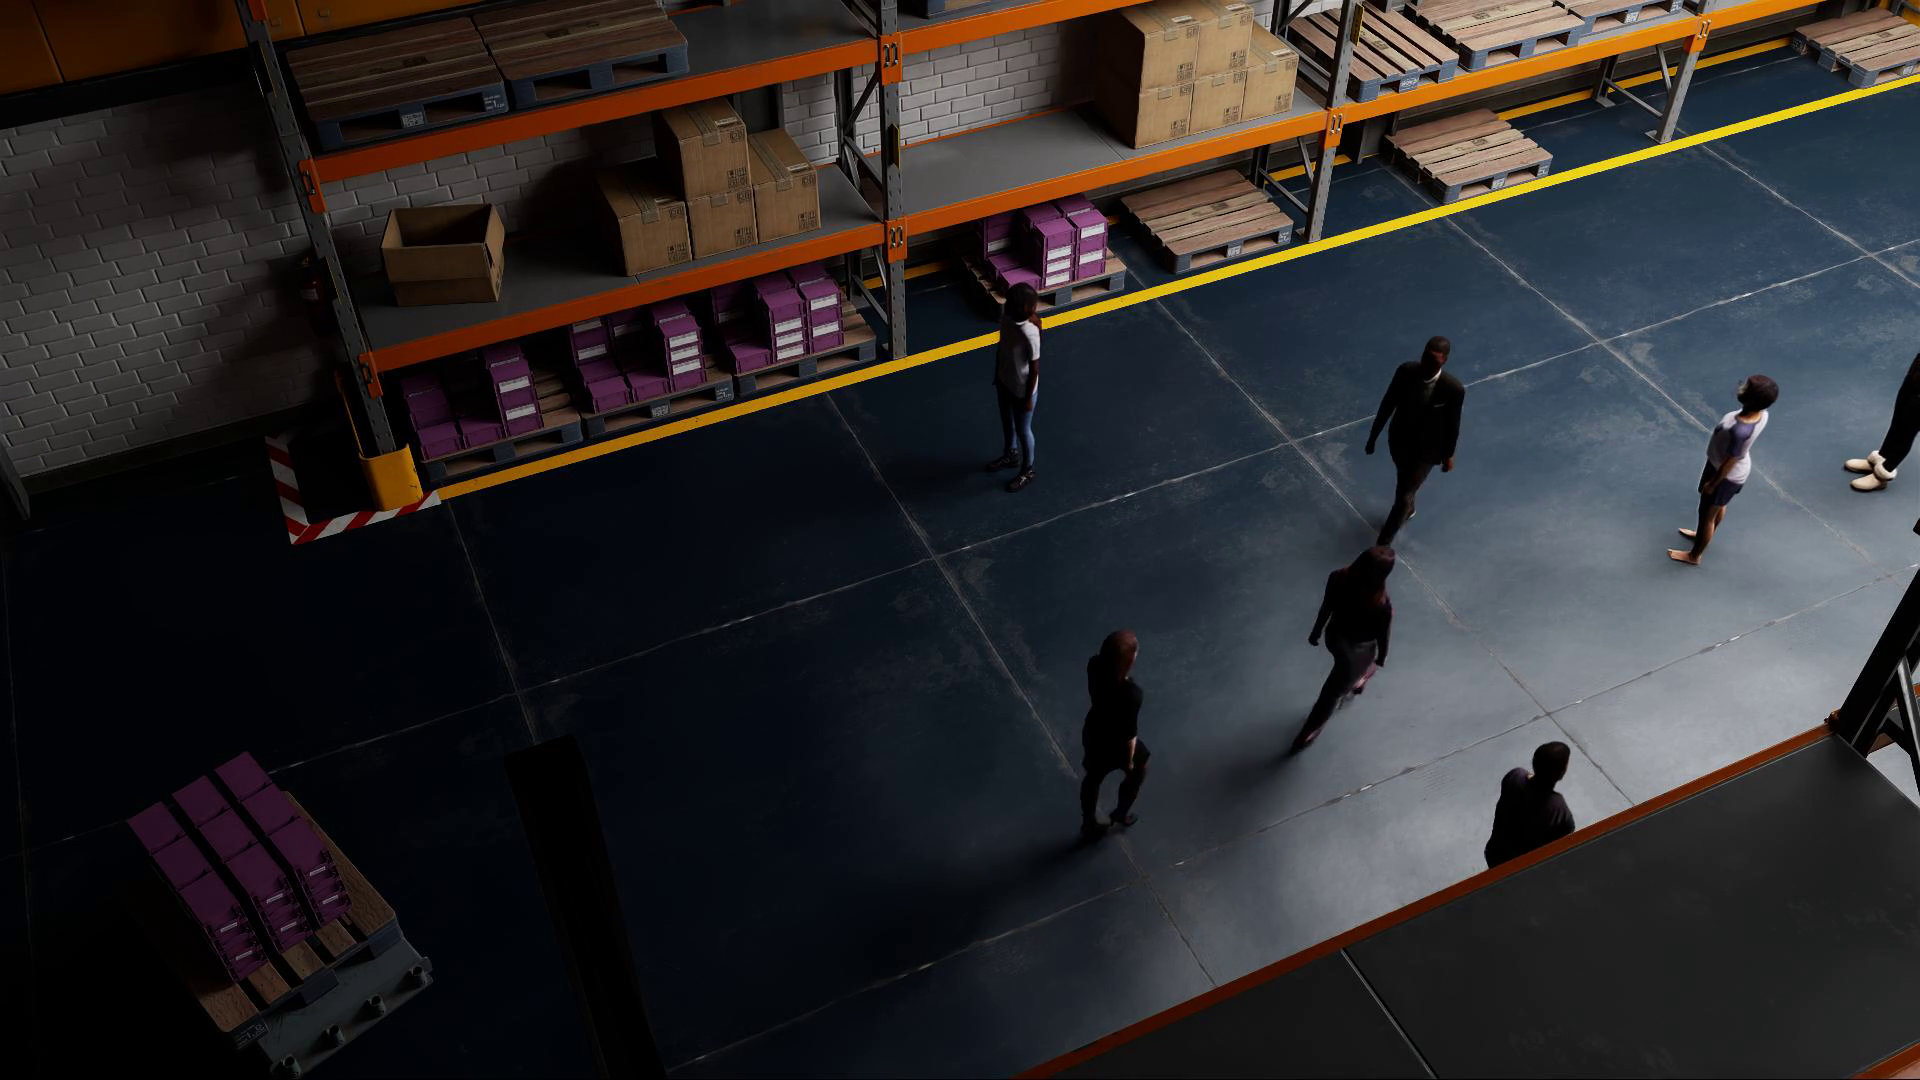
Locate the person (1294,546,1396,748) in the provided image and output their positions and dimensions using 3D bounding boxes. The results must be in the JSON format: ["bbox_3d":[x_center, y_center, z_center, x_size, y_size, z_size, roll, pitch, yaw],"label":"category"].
[{"bbox_3d":[2.317,0.691,10.087,1.128,1.560,0.818,-34,53,-31],"label":"person"}]

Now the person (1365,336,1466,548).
[{"bbox_3d":[3.163,-0.698,11.399,0.979,1.762,1.213,32,52,29],"label":"person"}]

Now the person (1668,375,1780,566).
[{"bbox_3d":[5.222,-0.492,11.324,0.705,1.566,0.600,27,50,26],"label":"person"}]

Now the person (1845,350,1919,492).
[{"bbox_3d":[6.878,-1.068,11.861,0.754,1.659,0.694,-2,44,-2],"label":"person"}]

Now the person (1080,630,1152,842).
[{"bbox_3d":[0.793,1.179,9.477,0.663,1.694,0.644,-26,49,-25],"label":"person"}]

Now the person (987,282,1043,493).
[{"bbox_3d":[0.407,-1.103,11.854,0.552,1.719,0.609,-23,48,-22],"label":"person"}]

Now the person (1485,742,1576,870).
[{"bbox_3d":[2.900,1.748,8.844,0.866,1.744,0.655,-17,46,-17],"label":"person"}]
